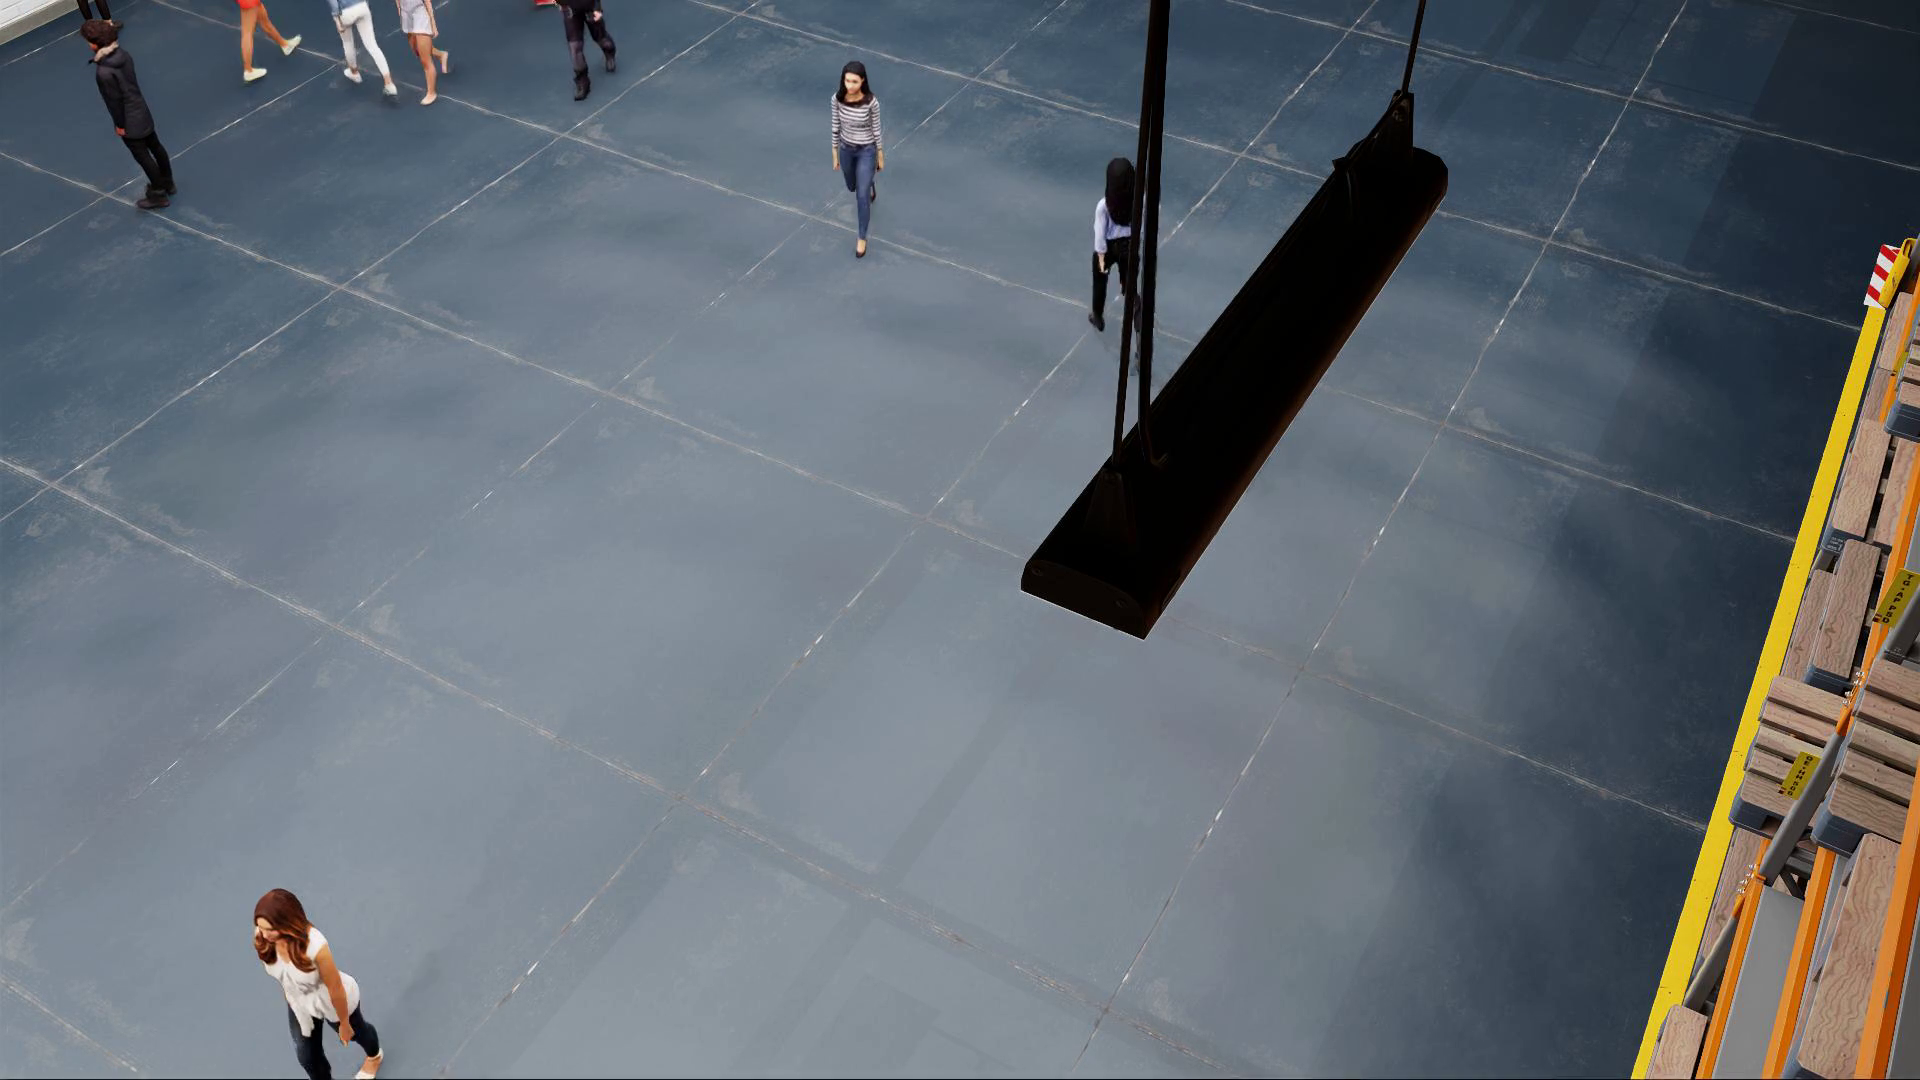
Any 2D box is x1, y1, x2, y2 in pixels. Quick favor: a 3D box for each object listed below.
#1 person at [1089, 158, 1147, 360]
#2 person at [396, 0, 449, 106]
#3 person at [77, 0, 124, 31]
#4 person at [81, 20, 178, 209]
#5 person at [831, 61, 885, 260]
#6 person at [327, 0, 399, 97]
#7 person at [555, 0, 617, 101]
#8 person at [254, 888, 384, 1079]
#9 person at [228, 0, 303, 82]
[{"bbox_3d":[1.316,-2.231,13.323,1.120,1.715,1.129,-14,45,-14],"label":"person"},{"bbox_3d":[-5.337,-5.182,16.508,0.643,1.593,0.931,14,45,15],"label":"person"},{"bbox_3d":[-9.273,-6.054,17.509,0.662,1.475,0.675,-1,44,-1],"label":"person"},{"bbox_3d":[-7.458,-3.838,14.964,0.780,1.778,0.672,1,44,1],"label":"person"},{"bbox_3d":[-0.863,-3.376,14.483,0.808,1.773,1.114,8,44,9],"label":"person"},{"bbox_3d":[-5.947,-5.160,16.435,1.149,1.663,0.929,-30,51,-28],"label":"person"},{"bbox_3d":[-3.740,-5.370,16.552,1.015,1.806,1.263,3,44,3],"label":"person"},{"bbox_3d":[-3.232,2.282,8.546,0.742,1.769,0.889,11,45,11],"label":"person"},{"bbox_3d":[-7.238,-5.442,16.663,0.628,1.757,1.060,25,49,24],"label":"person"}]
